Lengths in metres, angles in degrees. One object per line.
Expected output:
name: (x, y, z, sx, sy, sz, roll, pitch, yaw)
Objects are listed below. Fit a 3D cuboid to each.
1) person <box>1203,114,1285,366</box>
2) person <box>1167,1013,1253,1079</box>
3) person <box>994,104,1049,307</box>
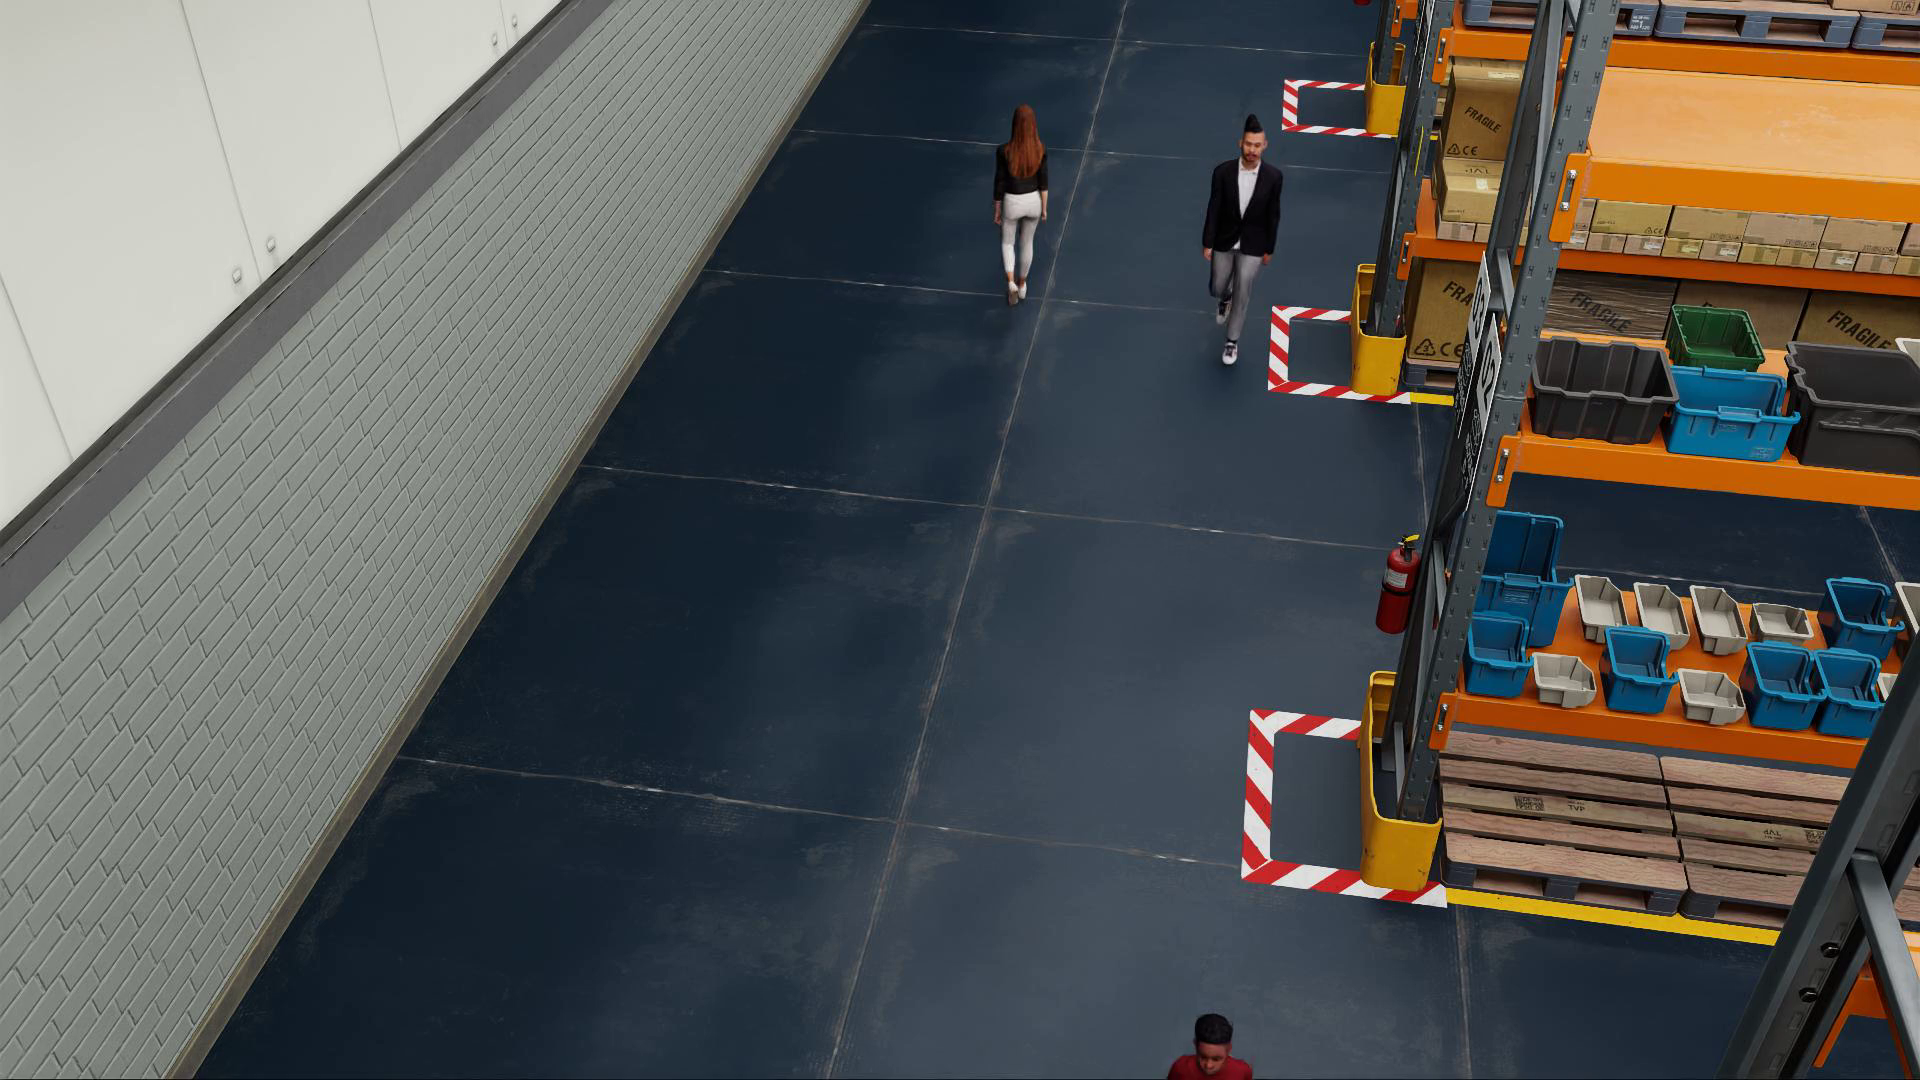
person: (2.143, -2.339, 12.712, 0.898, 1.941, 0.811, 9, 38, 11)
person: (1.036, 2.396, 7.059, 0.536, 1.245, 0.579, 5, 38, 7)
person: (0.491, -2.637, 13.313, 0.870, 1.687, 0.771, -2, 37, -2)
